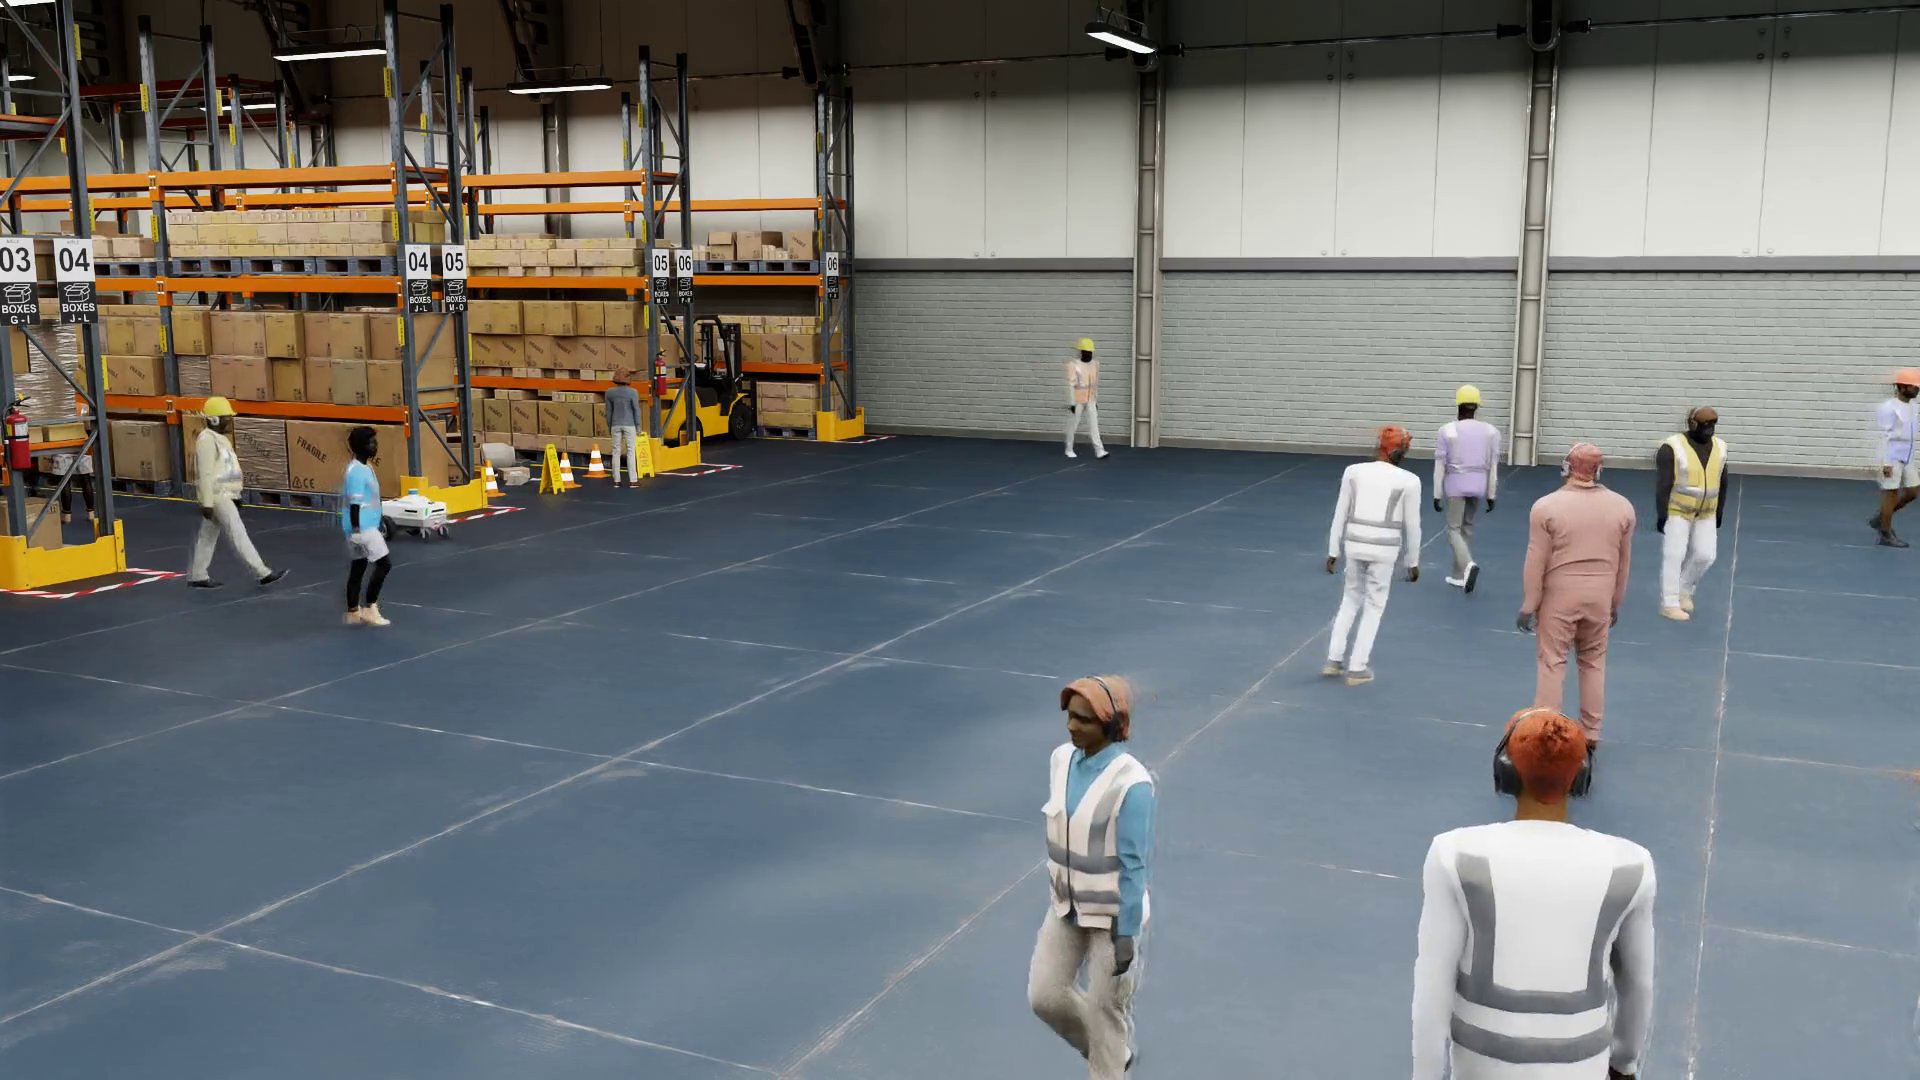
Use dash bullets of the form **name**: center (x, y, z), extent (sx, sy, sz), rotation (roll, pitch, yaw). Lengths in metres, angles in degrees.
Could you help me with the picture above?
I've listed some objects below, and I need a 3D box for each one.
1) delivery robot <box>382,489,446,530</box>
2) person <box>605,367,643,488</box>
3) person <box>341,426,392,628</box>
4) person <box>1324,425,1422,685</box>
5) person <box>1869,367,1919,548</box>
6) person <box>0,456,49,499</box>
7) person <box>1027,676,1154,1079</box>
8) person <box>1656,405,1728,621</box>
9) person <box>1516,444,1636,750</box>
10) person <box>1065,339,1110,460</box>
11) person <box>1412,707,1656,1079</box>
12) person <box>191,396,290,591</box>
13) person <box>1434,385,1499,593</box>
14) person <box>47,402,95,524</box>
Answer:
- **delivery robot**: center (-5.940, -0.314, 18.095), extent (0.707, 0.478, 0.477), rotation (5, 10, 27)
- **person**: center (-4.540, -1.519, 22.471), extent (0.499, 1.633, 0.286), rotation (2, 9, 13)
- **person**: center (-4.852, -0.100, 13.641), extent (0.506, 1.680, 0.541), rotation (-3, 10, -18)
- **person**: center (2.941, 0.108, 11.822), extent (0.622, 1.851, 0.469), rotation (6, 11, 34)
- **person**: center (9.954, -0.873, 17.650), extent (0.546, 1.923, 0.438), rotation (-4, 10, -25)
- **person**: center (-12.004, -1.436, 21.045), extent (0.871, 1.941, 0.610), rotation (4, 10, 21)
- **person**: center (0.451, 1.247, 5.539), extent (0.381, 1.625, 0.518), rotation (-7, 12, -37)
- **person**: center (6.144, -0.230, 13.995), extent (0.667, 1.823, 0.436), rotation (-1, 9, -7)
- **person**: center (3.758, 0.361, 10.195), extent (0.649, 1.885, 0.404), rotation (0, 9, -2)
- **person**: center (1.936, -2.174, 25.761), extent (0.619, 1.869, 1.018), rotation (-6, 11, -31)
- **person**: center (1.474, 1.324, 4.370), extent (0.609, 1.846, 0.901), rotation (1, 9, 8)
- **person**: center (-6.653, -0.414, 15.206), extent (0.898, 1.785, 0.621), rotation (-3, 10, -16)
- **person**: center (4.636, -0.464, 15.200), extent (0.591, 1.901, 0.791), rotation (-1, 9, -7)
- **person**: center (-10.311, -1.031, 19.290), extent (0.535, 1.697, 0.318), rotation (-9, 13, -43)
